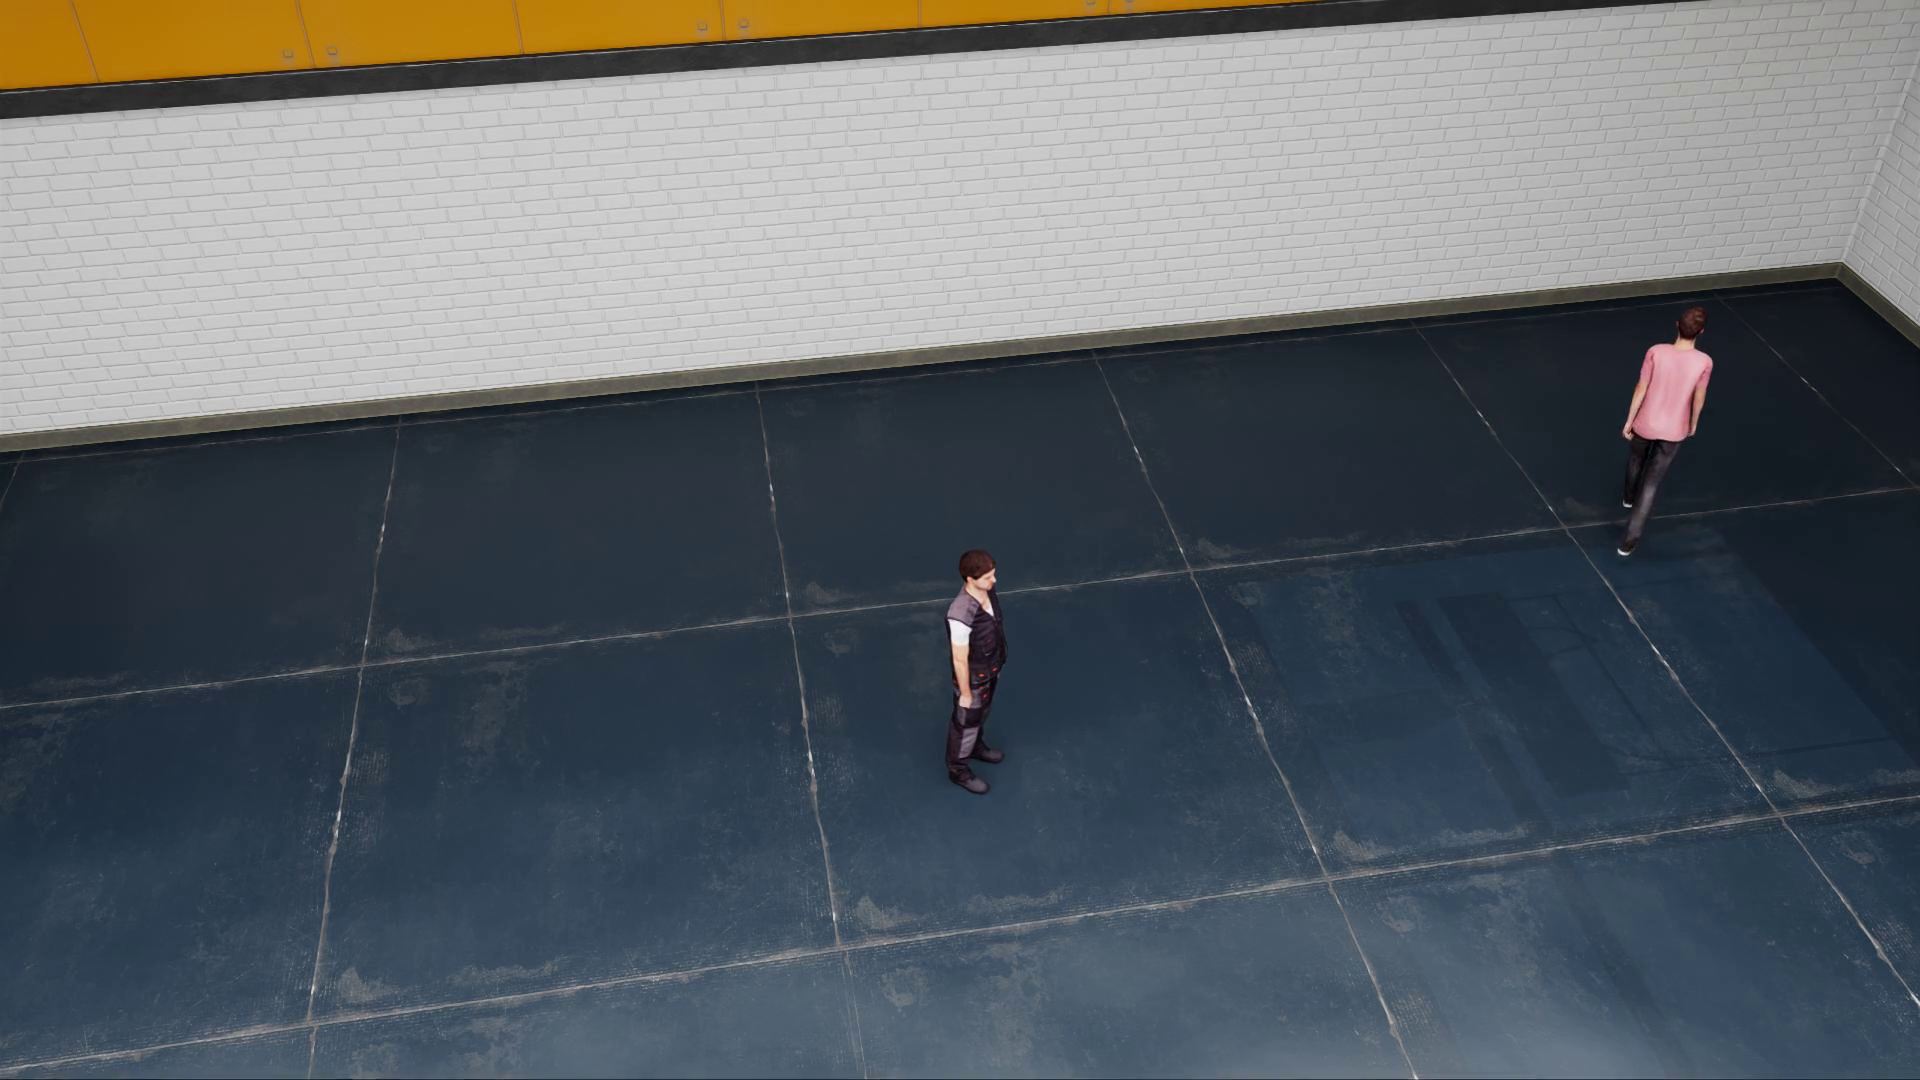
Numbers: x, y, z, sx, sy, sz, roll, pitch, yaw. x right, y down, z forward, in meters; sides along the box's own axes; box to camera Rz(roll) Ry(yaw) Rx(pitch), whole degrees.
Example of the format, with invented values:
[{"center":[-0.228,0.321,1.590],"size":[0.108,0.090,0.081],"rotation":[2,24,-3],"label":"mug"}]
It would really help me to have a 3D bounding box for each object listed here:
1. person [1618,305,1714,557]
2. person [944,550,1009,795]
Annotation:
[{"center":[5.095,-0.756,12.156],"size":[1.137,1.906,1.303],"rotation":[18,42,21],"label":"person"},{"center":[0.080,0.783,10.277],"size":[0.792,1.846,0.679],"rotation":[13,40,15],"label":"person"}]
